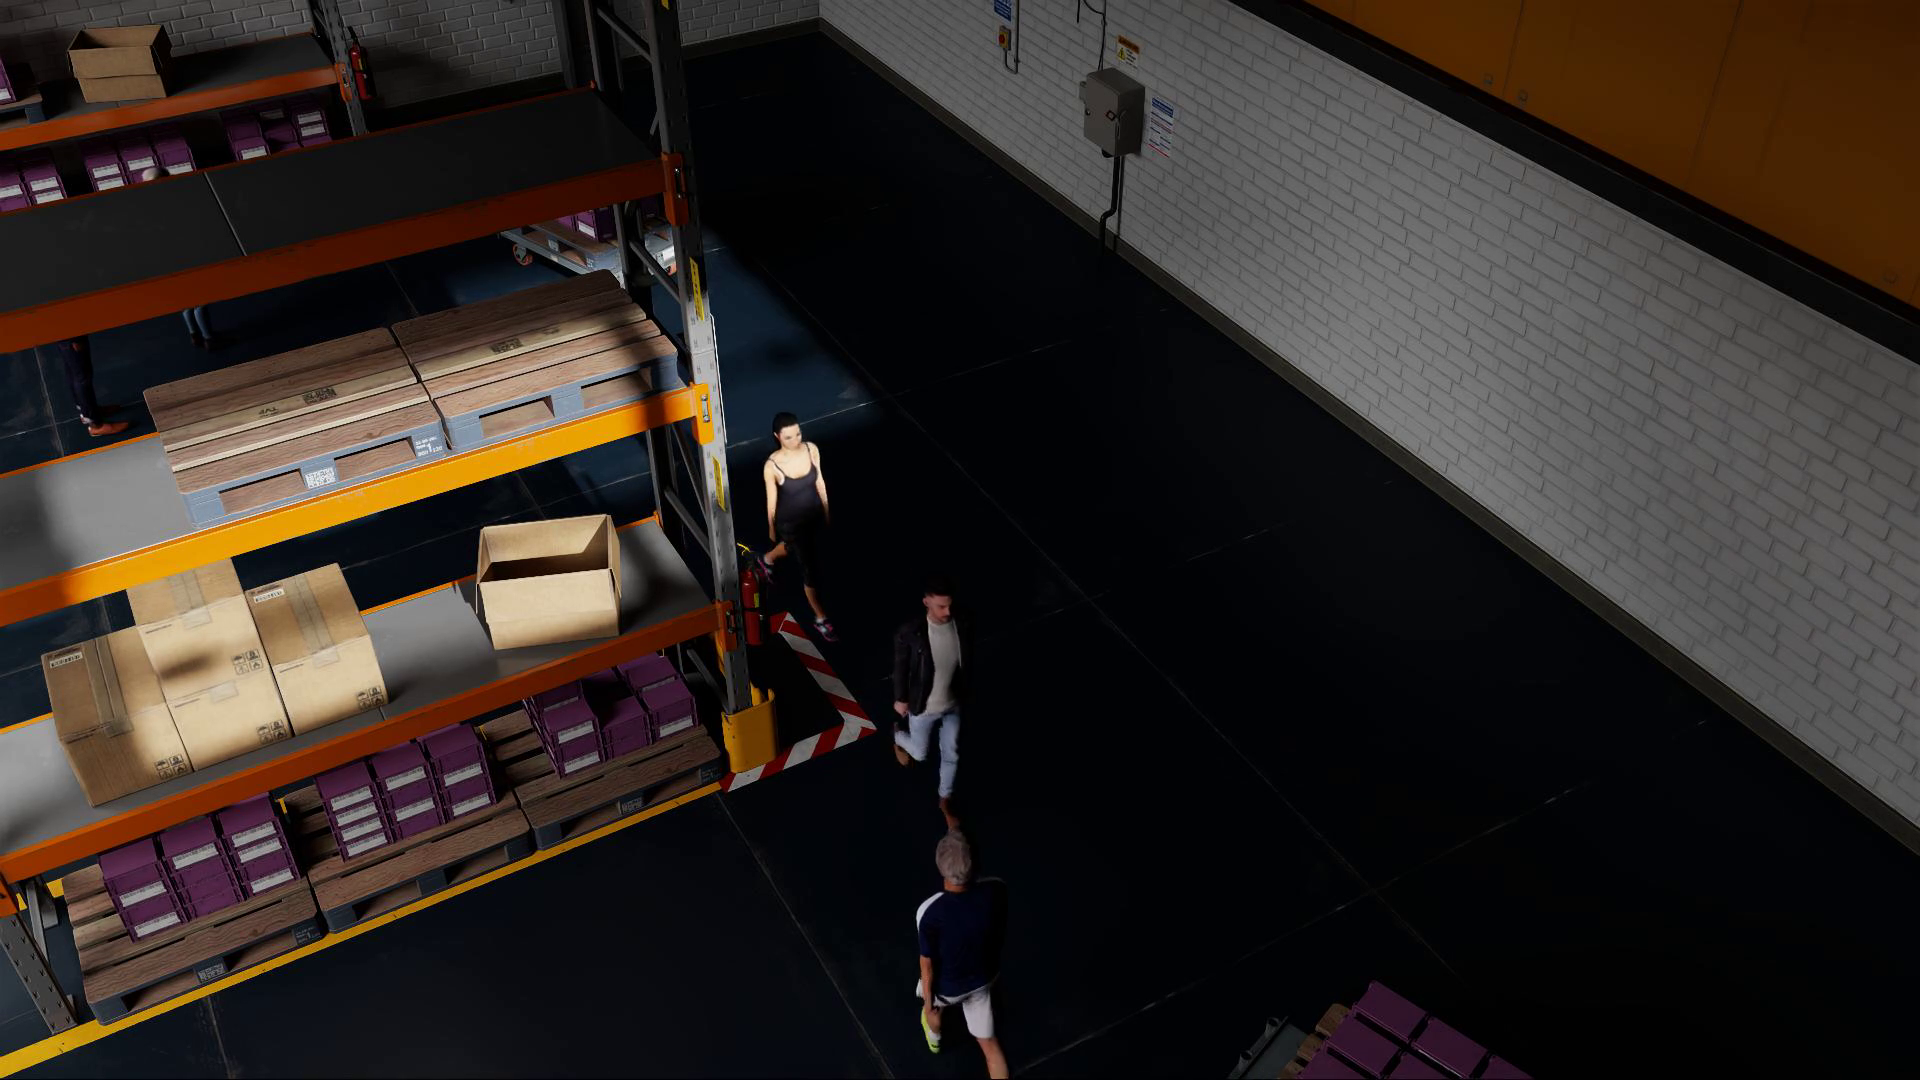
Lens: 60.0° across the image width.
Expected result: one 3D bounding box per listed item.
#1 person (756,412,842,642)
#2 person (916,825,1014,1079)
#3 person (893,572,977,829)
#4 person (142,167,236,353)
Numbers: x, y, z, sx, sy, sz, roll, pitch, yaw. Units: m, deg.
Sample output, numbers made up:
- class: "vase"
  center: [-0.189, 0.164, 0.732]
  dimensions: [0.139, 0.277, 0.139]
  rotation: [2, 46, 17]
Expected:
- class: "person"
  center: [-1.128, -0.166, 11.037]
  dimensions: [1.123, 1.690, 0.798]
  rotation: [-30, 47, -32]
- class: "person"
  center: [0.059, 2.165, 8.032]
  dimensions: [1.199, 1.796, 0.834]
  rotation: [-14, 41, -17]
- class: "person"
  center: [-0.173, 0.864, 9.648]
  dimensions: [0.937, 1.814, 0.783]
  rotation: [-15, 41, -18]
- class: "person"
  center: [-6.446, -2.335, 13.790]
  dimensions: [0.639, 1.644, 0.627]
  rotation: [22, 44, 26]
